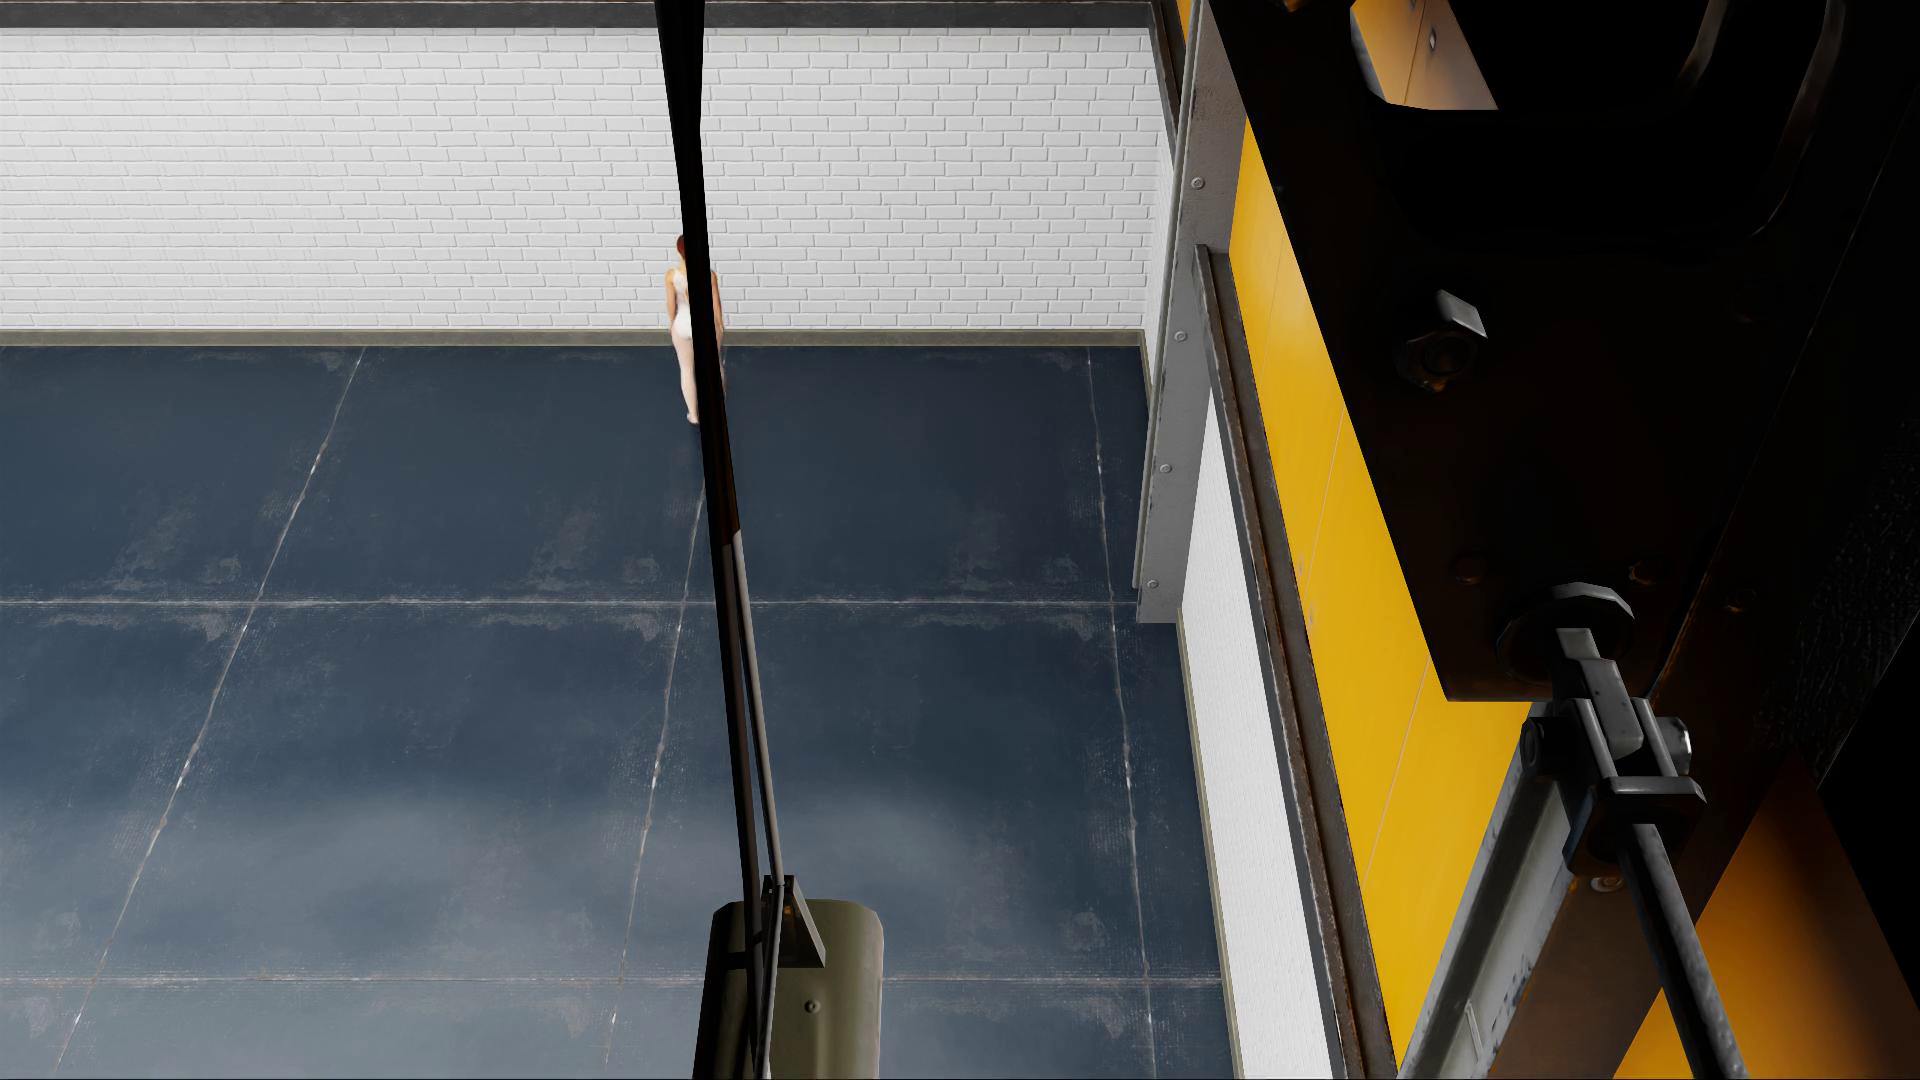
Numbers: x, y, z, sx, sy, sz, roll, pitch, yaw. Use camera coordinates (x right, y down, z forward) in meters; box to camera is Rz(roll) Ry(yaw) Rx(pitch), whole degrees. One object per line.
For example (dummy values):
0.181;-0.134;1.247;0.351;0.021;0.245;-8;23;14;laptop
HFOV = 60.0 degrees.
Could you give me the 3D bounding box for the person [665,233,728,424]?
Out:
-2.005;-1.622;12.606;0.629;1.669;0.679;-9;44;-9;person
